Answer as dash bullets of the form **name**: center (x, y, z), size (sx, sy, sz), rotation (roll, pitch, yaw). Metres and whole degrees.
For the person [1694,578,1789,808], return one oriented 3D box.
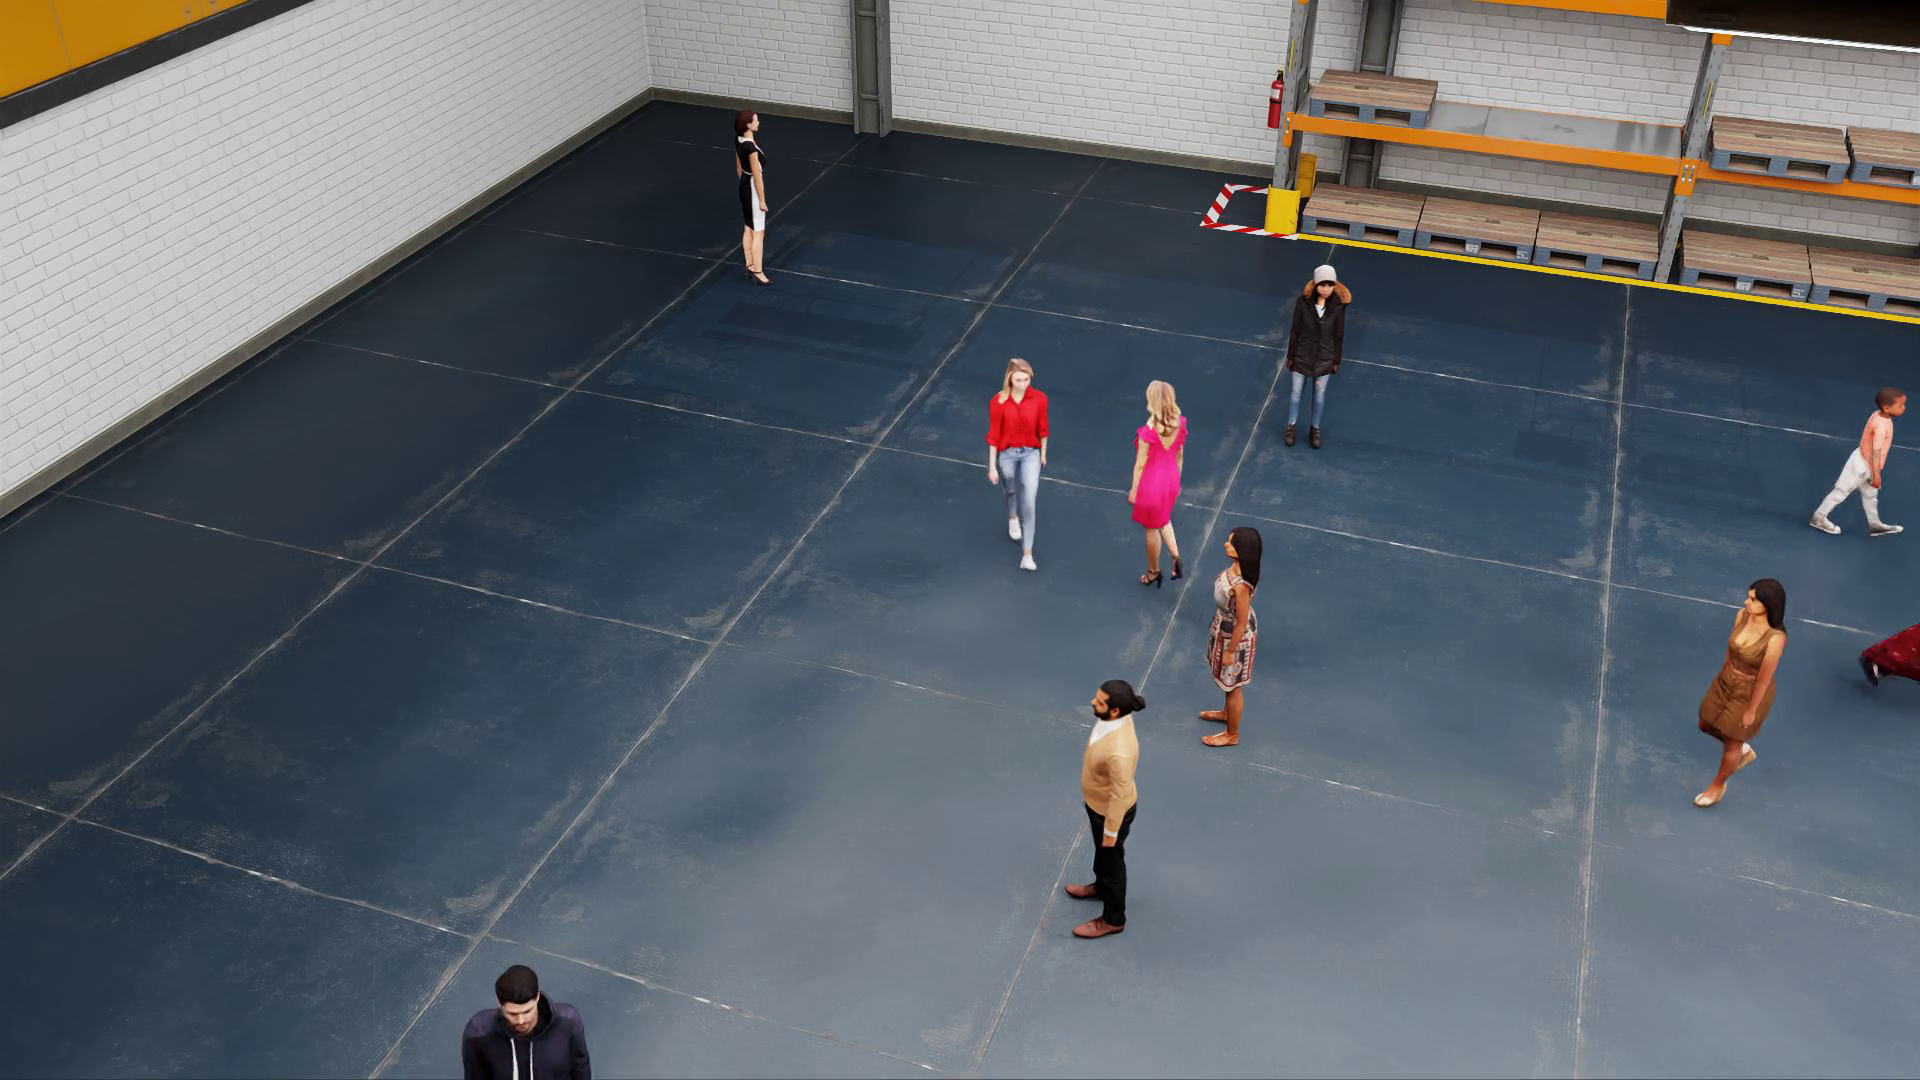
- **person**: center (4.847, 0.933, 10.167), size (0.859, 1.678, 0.789), rotation (-11, 35, -15)

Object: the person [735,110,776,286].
- **person**: center (-2.070, -3.415, 16.602), size (0.704, 1.796, 0.622), rotation (-18, 37, -25)

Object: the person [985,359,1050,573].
- **person**: center (0.419, -0.647, 12.560), size (1.142, 1.659, 1.017), rotation (-3, 34, -4)

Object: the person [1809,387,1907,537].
- **person**: center (6.908, -0.605, 12.836), size (0.903, 1.283, 0.622), rotation (19, 38, 26)

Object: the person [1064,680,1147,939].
- **person**: center (0.837, 1.475, 9.282), size (0.731, 1.754, 0.741), rotation (-1, 34, -2)

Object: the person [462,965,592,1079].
- **person**: center (-1.943, 2.552, 7.580), size (1.216, 1.844, 1.082), rotation (-4, 34, -6)

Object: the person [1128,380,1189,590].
- **person**: center (1.486, -0.340, 12.048), size (0.742, 1.715, 0.827), rotation (-22, 40, -30)

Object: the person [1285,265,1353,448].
- **person**: center (2.965, -1.557, 13.950), size (0.598, 1.636, 0.731), rotation (5, 34, 7)

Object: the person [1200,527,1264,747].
- **person**: center (1.767, 0.607, 10.686), size (0.611, 1.645, 0.697), rotation (4, 34, 6)
